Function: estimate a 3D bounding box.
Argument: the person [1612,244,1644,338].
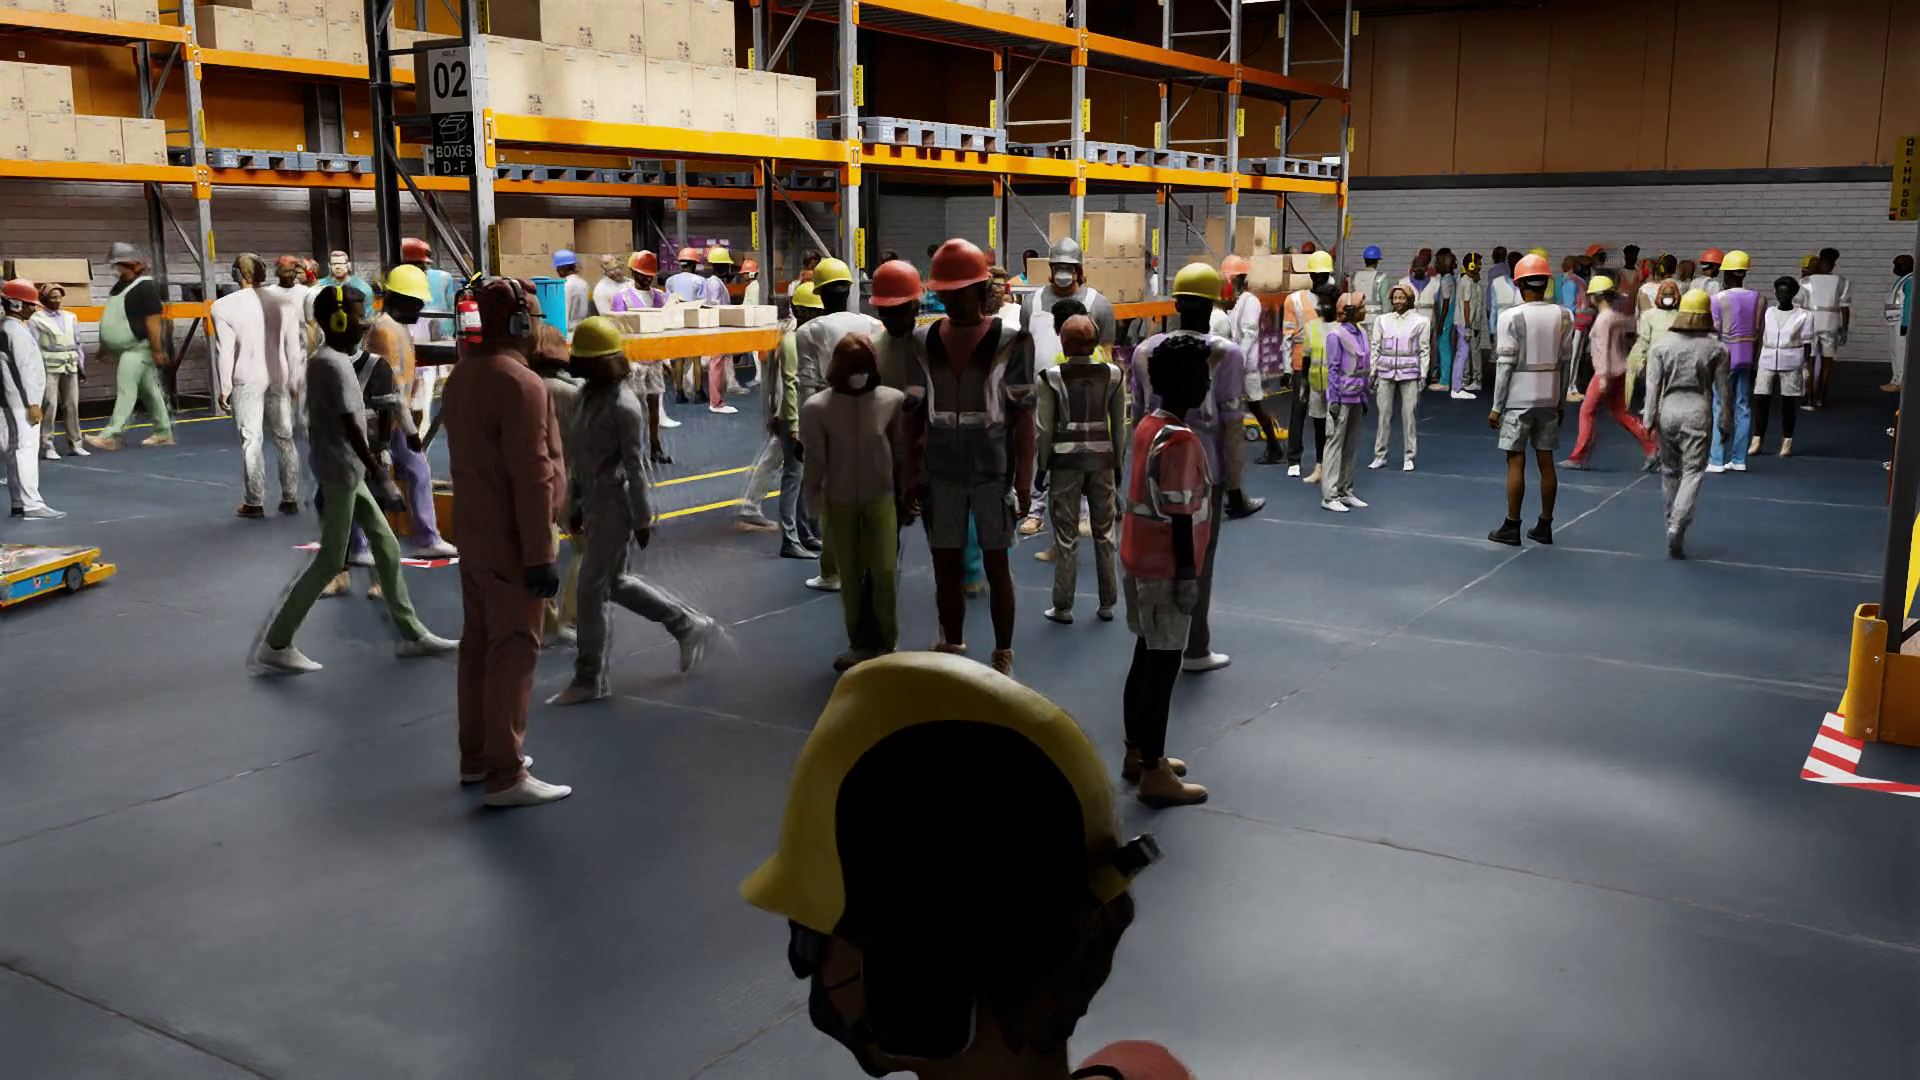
[{"bbox_3d":[10.037,-3.460,25.058,0.599,1.957,0.396,0,10,1],"label":"person"}]

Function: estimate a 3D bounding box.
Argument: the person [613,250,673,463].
[{"bbox_3d":[-2.836,-1.633,14.996,0.543,1.928,0.372,-8,13,-39],"label":"person"}]

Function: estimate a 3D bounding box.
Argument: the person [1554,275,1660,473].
[{"bbox_3d":[5.710,-1.437,14.484,0.852,1.720,0.563,8,13,36],"label":"person"}]

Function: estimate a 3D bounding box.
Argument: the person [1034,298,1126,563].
[{"bbox_3d":[0.794,-0.666,10.349,0.584,1.672,0.541,5,11,26],"label":"person"}]

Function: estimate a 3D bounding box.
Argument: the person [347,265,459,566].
[{"bbox_3d":[-3.443,-0.742,10.217,0.868,1.858,0.624,-1,10,-4],"label":"person"}]

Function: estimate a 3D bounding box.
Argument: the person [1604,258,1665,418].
[{"bbox_3d":[7.731,-2.274,18.862,0.562,1.807,0.798,-8,13,-38],"label":"person"}]

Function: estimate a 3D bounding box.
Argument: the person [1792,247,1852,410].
[{"bbox_3d":[10.314,-2.540,19.995,0.645,1.919,0.808,4,11,23],"label":"person"}]

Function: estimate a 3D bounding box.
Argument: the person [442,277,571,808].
[{"bbox_3d":[-1.635,0.003,6.053,0.407,1.895,0.660,-7,12,-34],"label":"person"}]

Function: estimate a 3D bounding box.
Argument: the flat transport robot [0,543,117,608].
[{"bbox_3d":[-5.432,0.231,9.258,0.652,0.197,1.431,1,10,6],"label":"flat transport robot"}]

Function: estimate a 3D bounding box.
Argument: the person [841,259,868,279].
[{"bbox_3d":[-1.686,-3.435,25.220,0.627,1.844,0.429,-1,10,-7],"label":"person"}]

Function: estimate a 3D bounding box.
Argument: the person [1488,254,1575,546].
[{"bbox_3d":[3.774,-0.923,11.062,0.543,1.927,0.375,-2,10,-11],"label":"person"}]

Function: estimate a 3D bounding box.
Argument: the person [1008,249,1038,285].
[{"bbox_3d":[0.854,-2.574,20.273,0.585,1.911,0.391,-1,10,-6],"label":"person"}]

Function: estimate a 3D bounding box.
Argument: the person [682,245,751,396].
[{"bbox_3d":[-3.229,-2.853,21.664,0.891,1.964,0.625,-3,11,-15],"label":"person"}]

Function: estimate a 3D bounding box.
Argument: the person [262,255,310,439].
[{"bbox_3d":[-6.848,-1.952,16.941,0.637,1.871,0.479,-4,11,-21],"label":"person"}]

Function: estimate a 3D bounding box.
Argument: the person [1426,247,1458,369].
[{"bbox_3d":[7.564,-3.654,26.273,1.019,1.919,0.623,-6,12,-29],"label":"person"}]

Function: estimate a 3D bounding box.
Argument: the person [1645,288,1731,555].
[{"bbox_3d":[4.718,-0.773,10.828,0.499,1.719,0.809,7,12,34],"label":"person"}]

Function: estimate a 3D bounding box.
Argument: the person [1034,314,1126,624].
[{"bbox_3d":[0.634,-0.369,8.795,0.514,1.636,0.315,-3,11,-15],"label":"person"}]

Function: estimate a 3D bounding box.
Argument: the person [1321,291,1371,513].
[{"bbox_3d":[2.902,-1.037,12.477,0.306,1.642,0.523,9,13,39],"label":"person"}]

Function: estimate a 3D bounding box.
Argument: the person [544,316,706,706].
[{"bbox_3d":[-1.492,-0.144,7.375,0.774,1.702,0.482,-7,13,-36],"label":"person"}]

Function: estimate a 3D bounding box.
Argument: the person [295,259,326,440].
[{"bbox_3d":[-6.491,-1.929,16.895,0.382,1.836,0.566,-1,10,-4],"label":"person"}]

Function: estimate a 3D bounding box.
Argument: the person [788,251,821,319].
[{"bbox_3d":[-1.639,-2.196,18.181,0.404,1.908,0.596,7,13,35],"label":"person"}]

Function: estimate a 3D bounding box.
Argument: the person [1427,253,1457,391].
[{"bbox_3d":[6.500,-2.922,22.361,0.350,1.846,0.506,4,11,23],"label":"person"}]

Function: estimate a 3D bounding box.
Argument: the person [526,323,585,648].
[{"bbox_3d":[-1.967,-0.252,8.179,0.515,1.624,0.387,6,12,30],"label":"person"}]

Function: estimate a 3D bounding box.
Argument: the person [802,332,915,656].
[{"bbox_3d":[-0.461,-0.153,7.656,0.521,1.603,0.464,-1,10,-4],"label":"person"}]

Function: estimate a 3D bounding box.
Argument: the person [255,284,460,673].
[{"bbox_3d":[-2.898,-0.284,7.833,0.937,1.826,0.528,-4,11,-21],"label":"person"}]

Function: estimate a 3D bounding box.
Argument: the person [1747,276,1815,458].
[{"bbox_3d":[7.662,-1.617,15.543,0.540,1.695,0.317,8,13,38],"label":"person"}]

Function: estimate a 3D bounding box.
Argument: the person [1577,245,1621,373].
[{"bbox_3d":[8.530,-2.966,22.291,0.703,1.948,1.051,-3,11,-18],"label":"person"}]

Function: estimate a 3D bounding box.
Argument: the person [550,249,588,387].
[{"bbox_3d":[-4.322,-2.294,18.641,0.611,1.922,0.635,1,10,7],"label":"person"}]

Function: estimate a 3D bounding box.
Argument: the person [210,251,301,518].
[{"bbox_3d":[-5.126,-1.127,12.158,0.372,1.940,0.631,10,14,44],"label":"person"}]

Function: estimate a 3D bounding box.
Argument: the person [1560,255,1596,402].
[{"bbox_3d":[7.788,-2.669,20.991,0.430,1.838,0.619,7,13,35],"label":"person"}]

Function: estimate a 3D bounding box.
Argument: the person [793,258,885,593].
[{"bbox_3d":[-0.698,-0.655,9.601,0.584,1.918,0.383,-7,12,-33],"label":"person"}]

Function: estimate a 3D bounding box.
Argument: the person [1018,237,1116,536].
[{"bbox_3d":[0.698,-1.035,11.365,0.677,2.000,0.536,2,11,13],"label":"person"}]

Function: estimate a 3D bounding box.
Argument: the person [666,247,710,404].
[{"bbox_3d":[-3.353,-2.645,20.593,0.550,1.927,0.379,2,10,12],"label":"person"}]

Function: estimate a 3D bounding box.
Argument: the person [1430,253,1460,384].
[{"bbox_3d":[6.845,-3.107,23.416,0.503,1.839,0.340,2,10,10],"label":"person"}]

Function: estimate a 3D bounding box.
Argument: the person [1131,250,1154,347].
[{"bbox_3d":[3.296,-4.285,29.895,0.645,1.861,0.994,-1,10,-4],"label":"person"}]

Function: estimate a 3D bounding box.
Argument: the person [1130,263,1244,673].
[{"bbox_3d":[1.075,-0.333,7.821,0.592,1.918,0.390,9,13,40],"label":"person"}]
